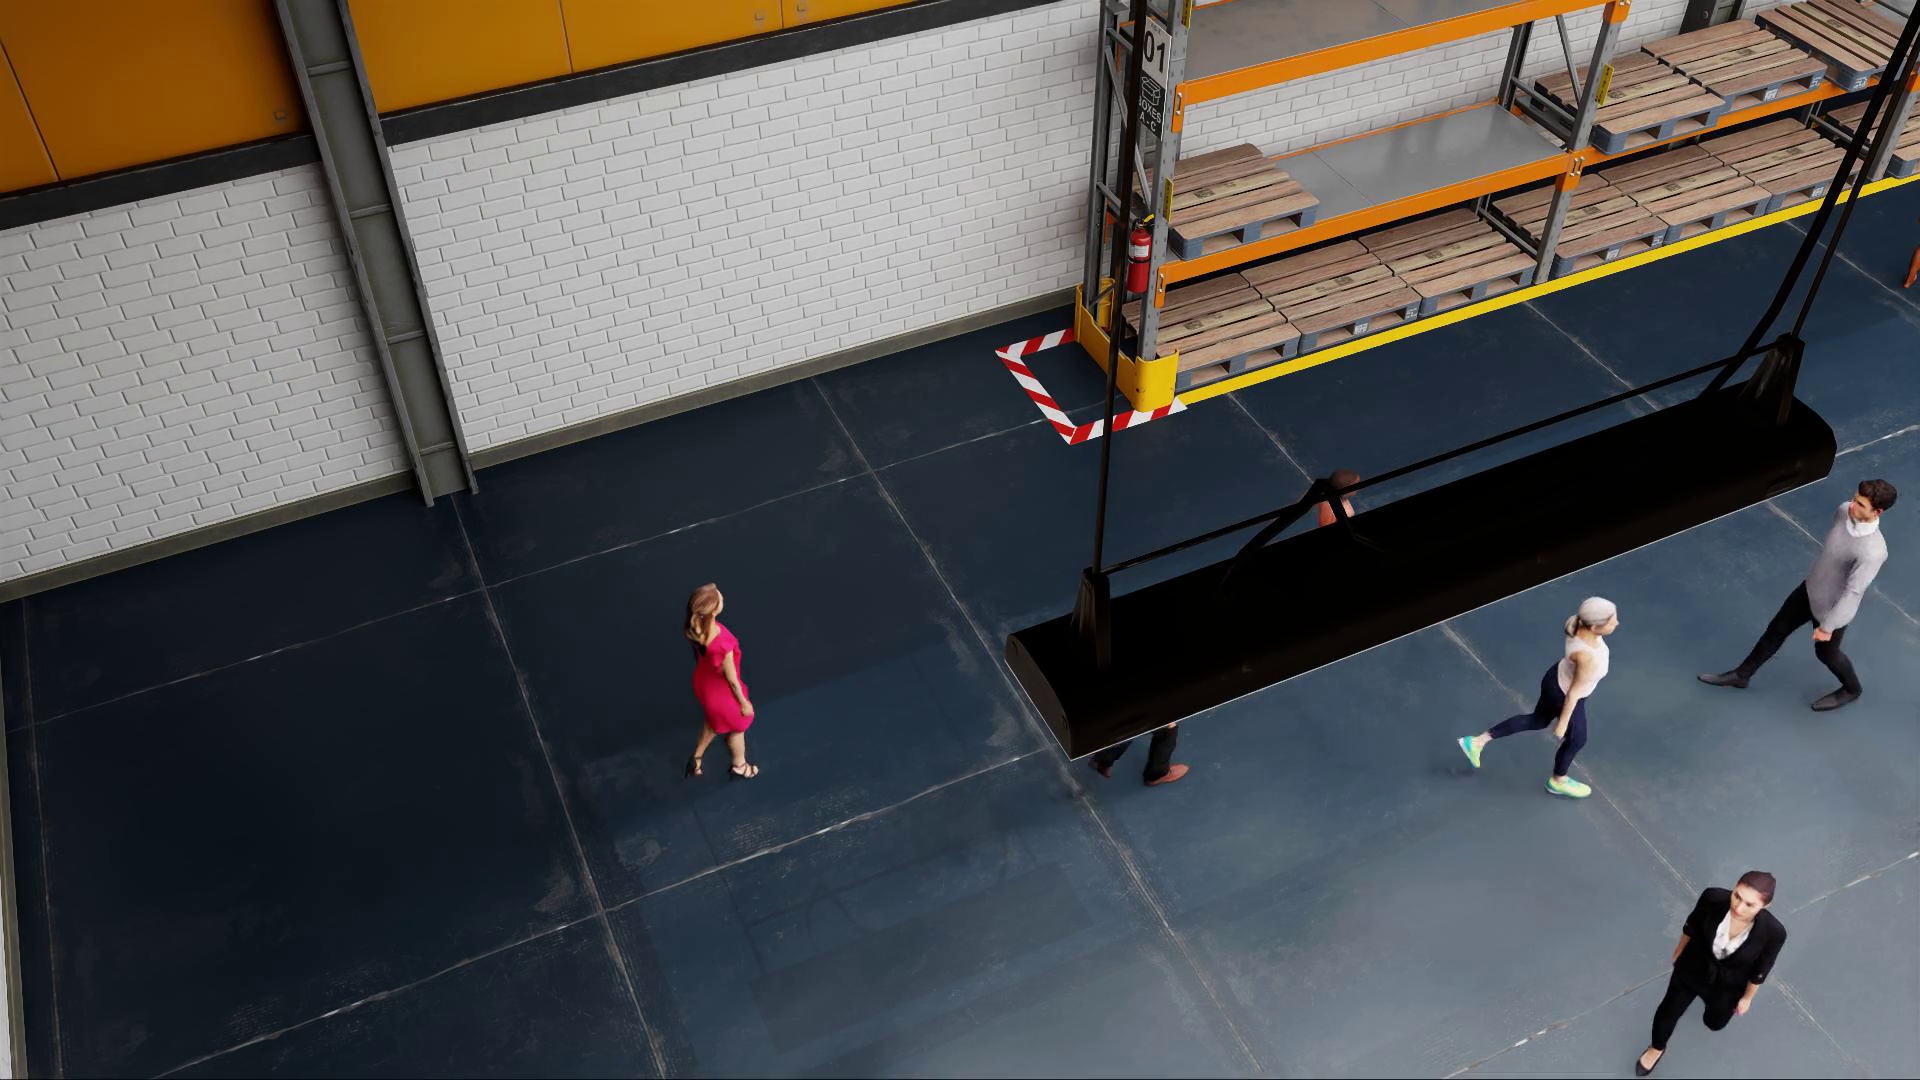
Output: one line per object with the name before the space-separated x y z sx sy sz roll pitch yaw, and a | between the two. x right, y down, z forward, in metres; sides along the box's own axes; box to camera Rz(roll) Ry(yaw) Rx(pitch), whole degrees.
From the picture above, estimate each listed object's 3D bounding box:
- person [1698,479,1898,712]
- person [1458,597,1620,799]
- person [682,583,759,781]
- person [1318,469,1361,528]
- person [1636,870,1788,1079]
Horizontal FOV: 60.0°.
person | 5.572 0.385 10.465 1.375 1.891 1.131 1 44 1
person | 3.553 0.936 10.043 1.163 1.675 1.018 8 44 9
person | -1.507 0.928 10.020 0.787 1.720 0.669 -27 50 -25
person | 2.500 0.028 11.261 0.493 1.311 0.512 -12 45 -13
person | 3.985 2.229 8.710 0.838 1.642 1.007 31 51 28
